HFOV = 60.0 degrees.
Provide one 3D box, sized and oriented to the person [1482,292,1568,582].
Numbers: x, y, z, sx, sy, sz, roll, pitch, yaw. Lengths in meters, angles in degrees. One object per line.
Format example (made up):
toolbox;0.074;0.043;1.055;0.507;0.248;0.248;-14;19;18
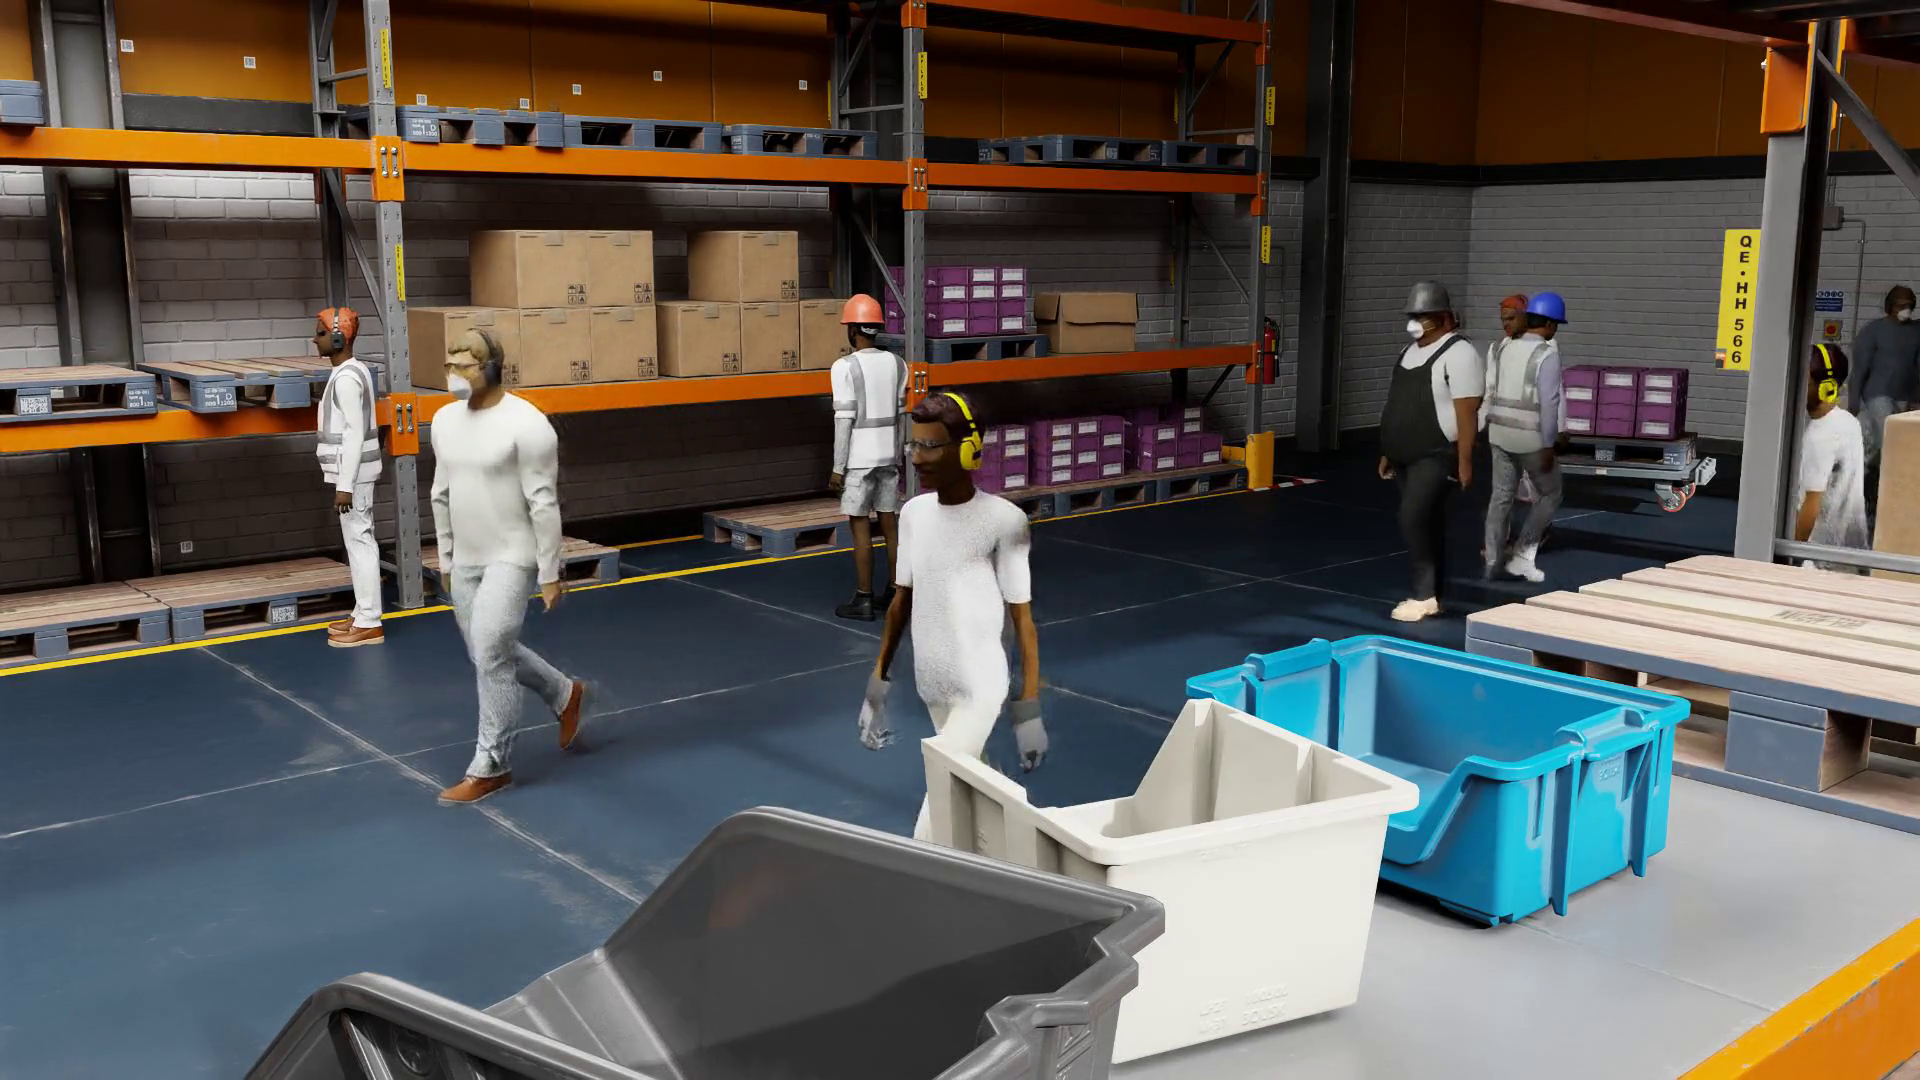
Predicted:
person;3.712;-0.656;10.876;0.480;1.921;0.665;-4;11;-21

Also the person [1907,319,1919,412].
person;8.248;-1.198;14.178;0.429;1.838;0.621;-7;12;-35

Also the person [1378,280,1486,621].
person;2.703;-0.533;9.878;0.640;2.000;0.714;-3;11;-16

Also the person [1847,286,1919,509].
person;7.717;-1.139;13.701;0.617;1.877;1.010;-3;11;-16

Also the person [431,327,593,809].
person;-1.844;0.079;6.835;0.636;1.915;0.833;6;12;32

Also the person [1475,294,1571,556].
person;4.041;-0.815;11.904;0.729;1.875;0.688;-7;12;-35

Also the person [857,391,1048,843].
person;-0.054;0.474;4.889;0.994;1.805;0.553;-8;13;-39

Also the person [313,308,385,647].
person;-3.410;-0.347;9.279;0.356;1.883;0.573;-3;11;-18

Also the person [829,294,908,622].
person;-0.563;-0.487;9.904;0.548;1.937;0.379;-9;14;-42

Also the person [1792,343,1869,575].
person;3.591;0.076;7.069;0.814;1.822;0.534;5;11;26
